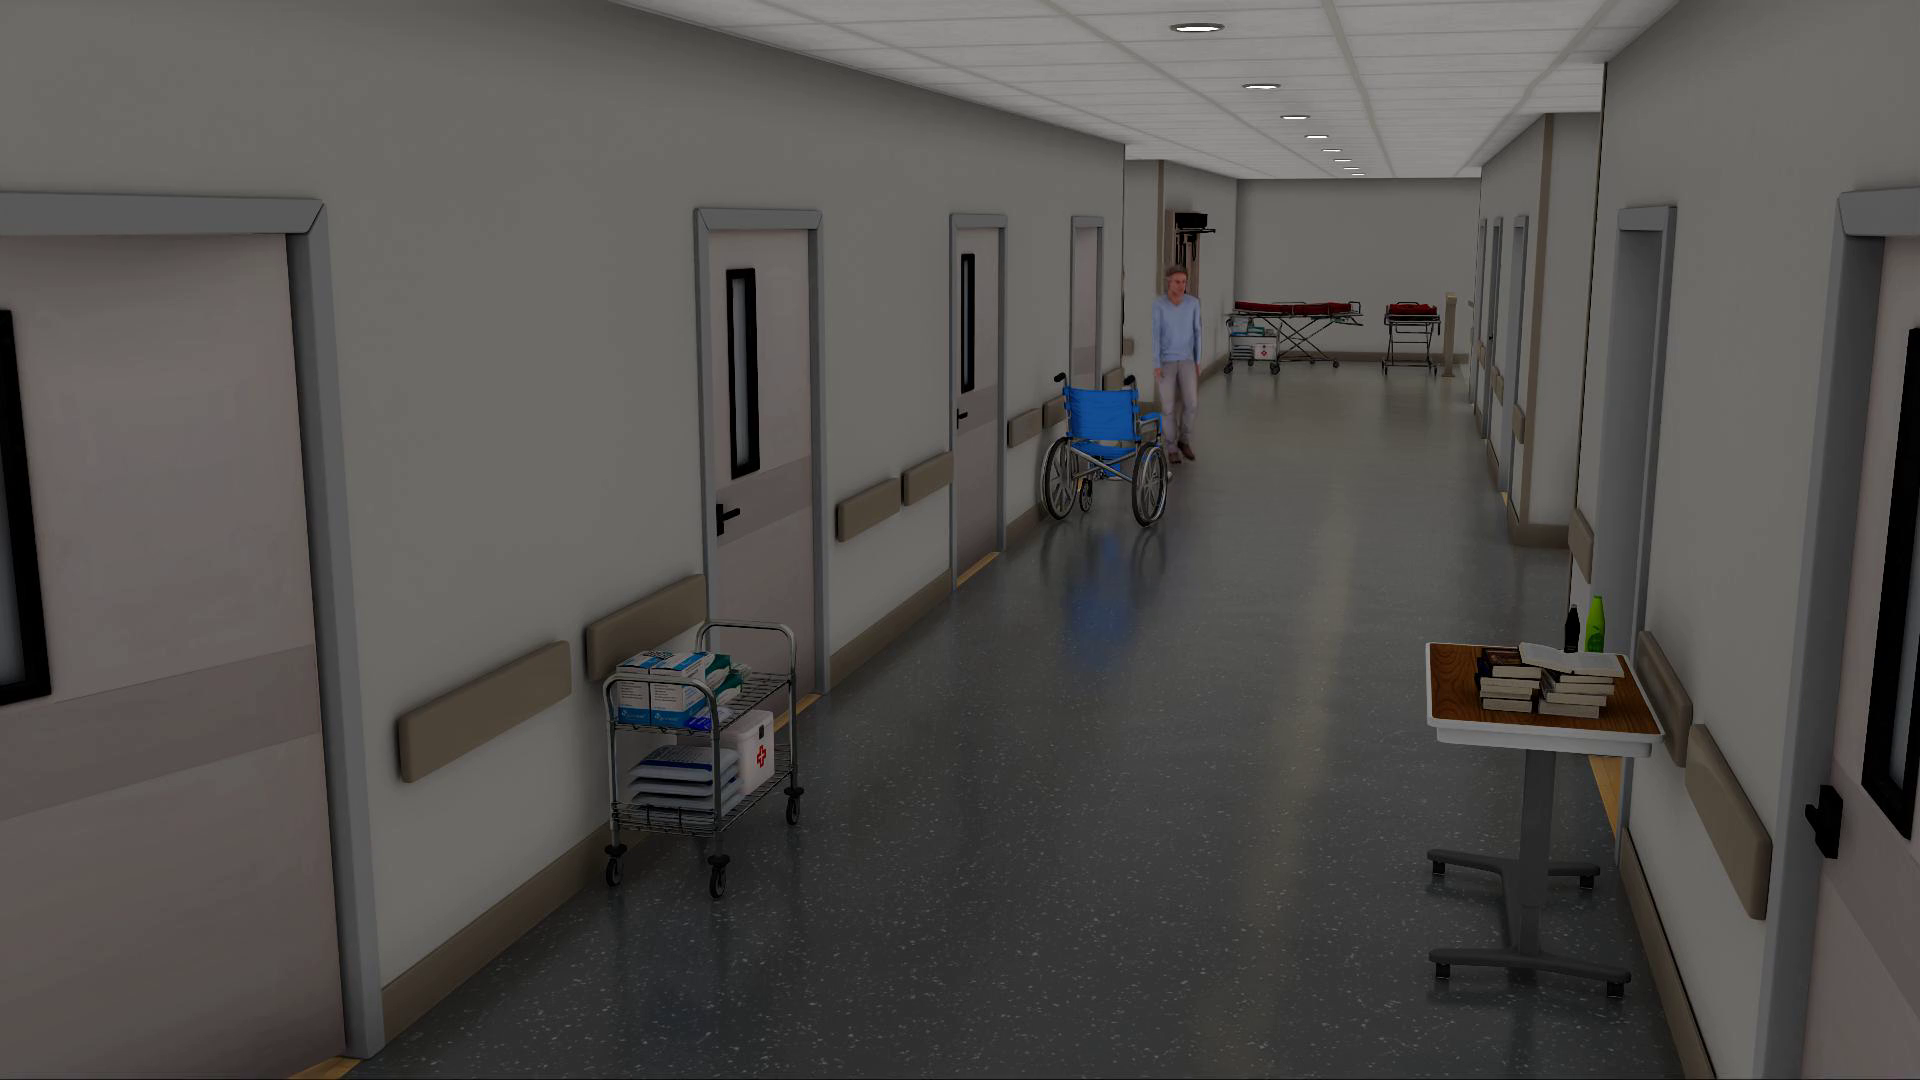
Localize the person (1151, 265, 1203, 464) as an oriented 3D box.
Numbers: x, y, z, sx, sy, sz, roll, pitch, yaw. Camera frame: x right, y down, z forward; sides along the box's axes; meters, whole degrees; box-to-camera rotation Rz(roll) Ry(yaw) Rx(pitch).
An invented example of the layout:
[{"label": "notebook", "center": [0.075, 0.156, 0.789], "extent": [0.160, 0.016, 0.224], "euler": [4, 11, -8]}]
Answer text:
[{"label": "person", "center": [1.993, -1.647, 15.690], "extent": [0.775, 1.868, 0.792], "euler": [-1, 11, -6]}]
